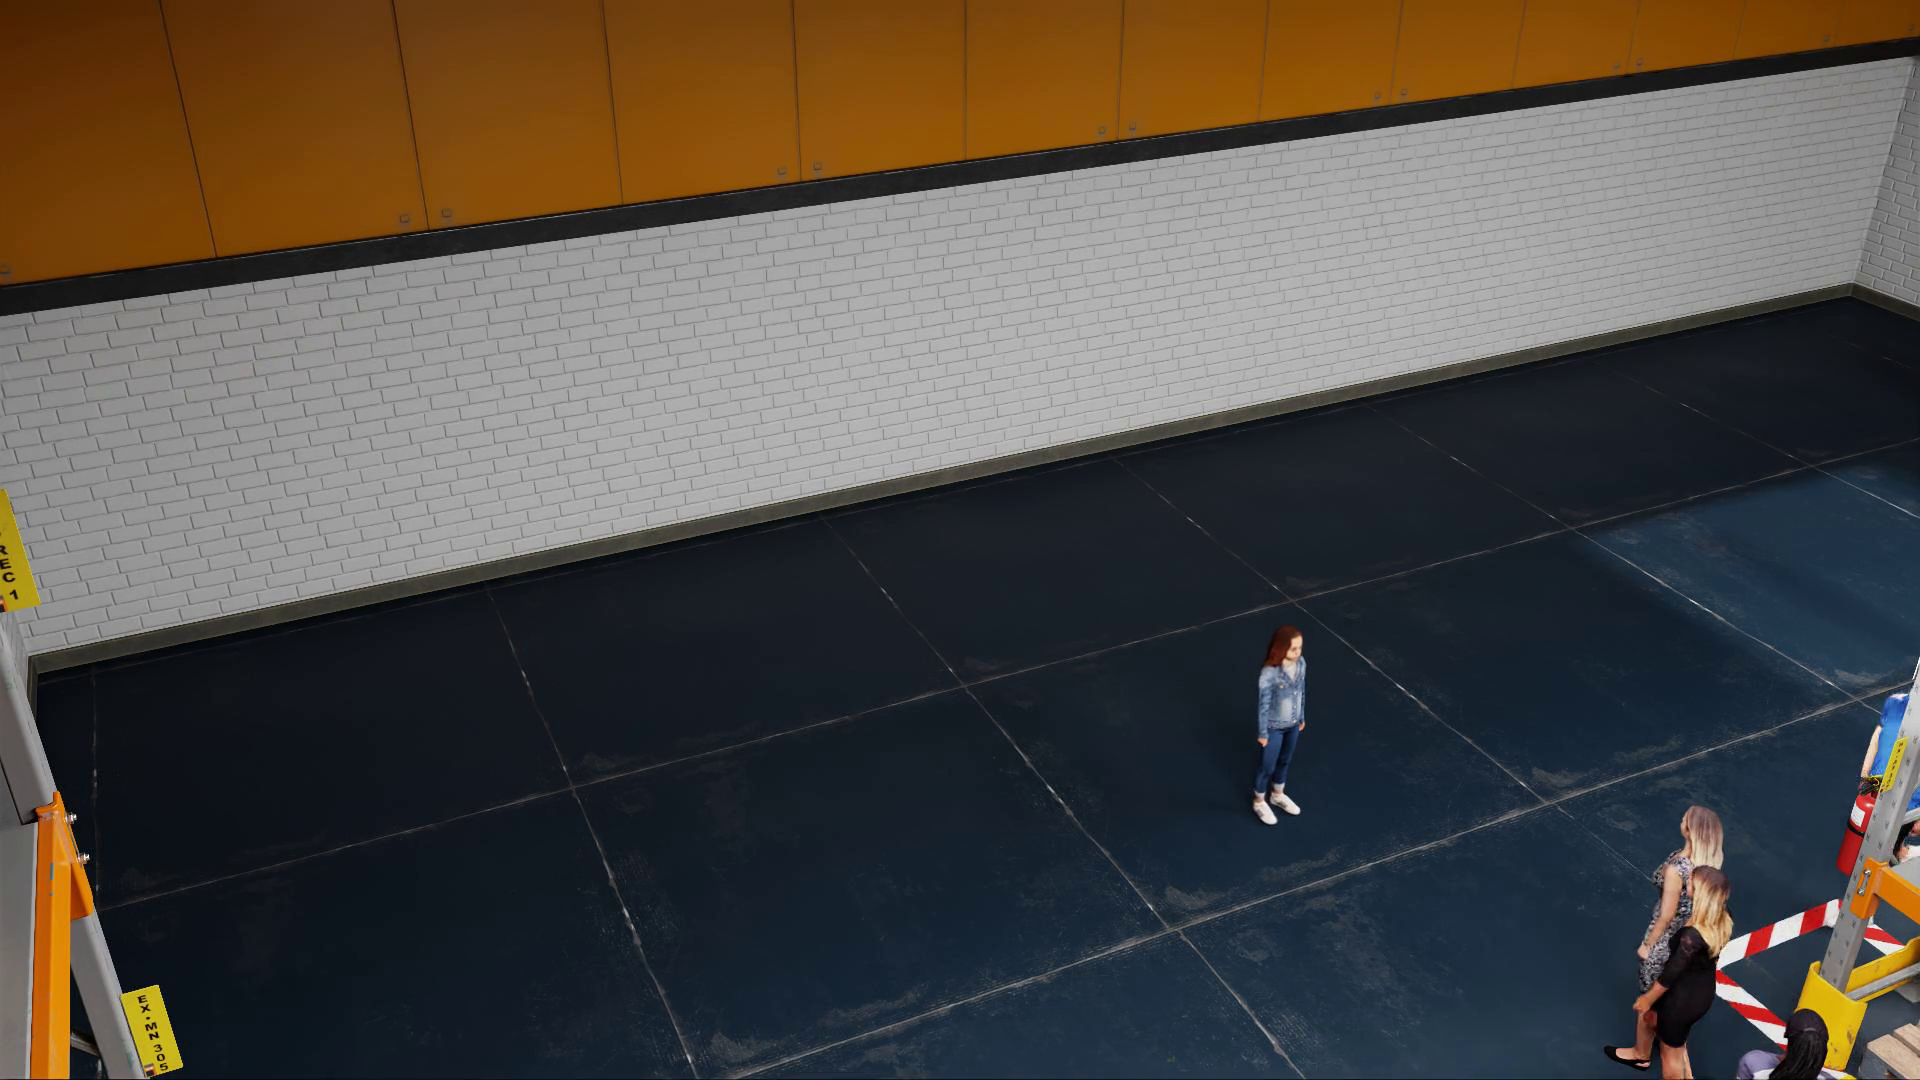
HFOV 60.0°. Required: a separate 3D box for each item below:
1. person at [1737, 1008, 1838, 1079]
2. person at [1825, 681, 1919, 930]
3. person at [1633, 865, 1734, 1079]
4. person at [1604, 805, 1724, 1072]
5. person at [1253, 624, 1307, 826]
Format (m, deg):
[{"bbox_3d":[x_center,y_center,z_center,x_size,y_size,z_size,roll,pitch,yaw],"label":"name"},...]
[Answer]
[{"bbox_3d":[3.725,2.843,7.662,0.642,1.722,0.746,18,33,29],"label":"person"},{"bbox_3d":[5.676,1.517,9.964,0.753,1.845,0.950,-11,30,-19],"label":"person"},{"bbox_3d":[3.791,2.405,8.526,0.727,1.663,0.666,24,37,36],"label":"person"},{"bbox_3d":[3.849,2.146,8.957,0.591,1.705,0.519,-16,33,-27],"label":"person"},{"bbox_3d":[2.095,1.189,10.950,0.612,1.476,0.582,-21,35,-33],"label":"person"}]
